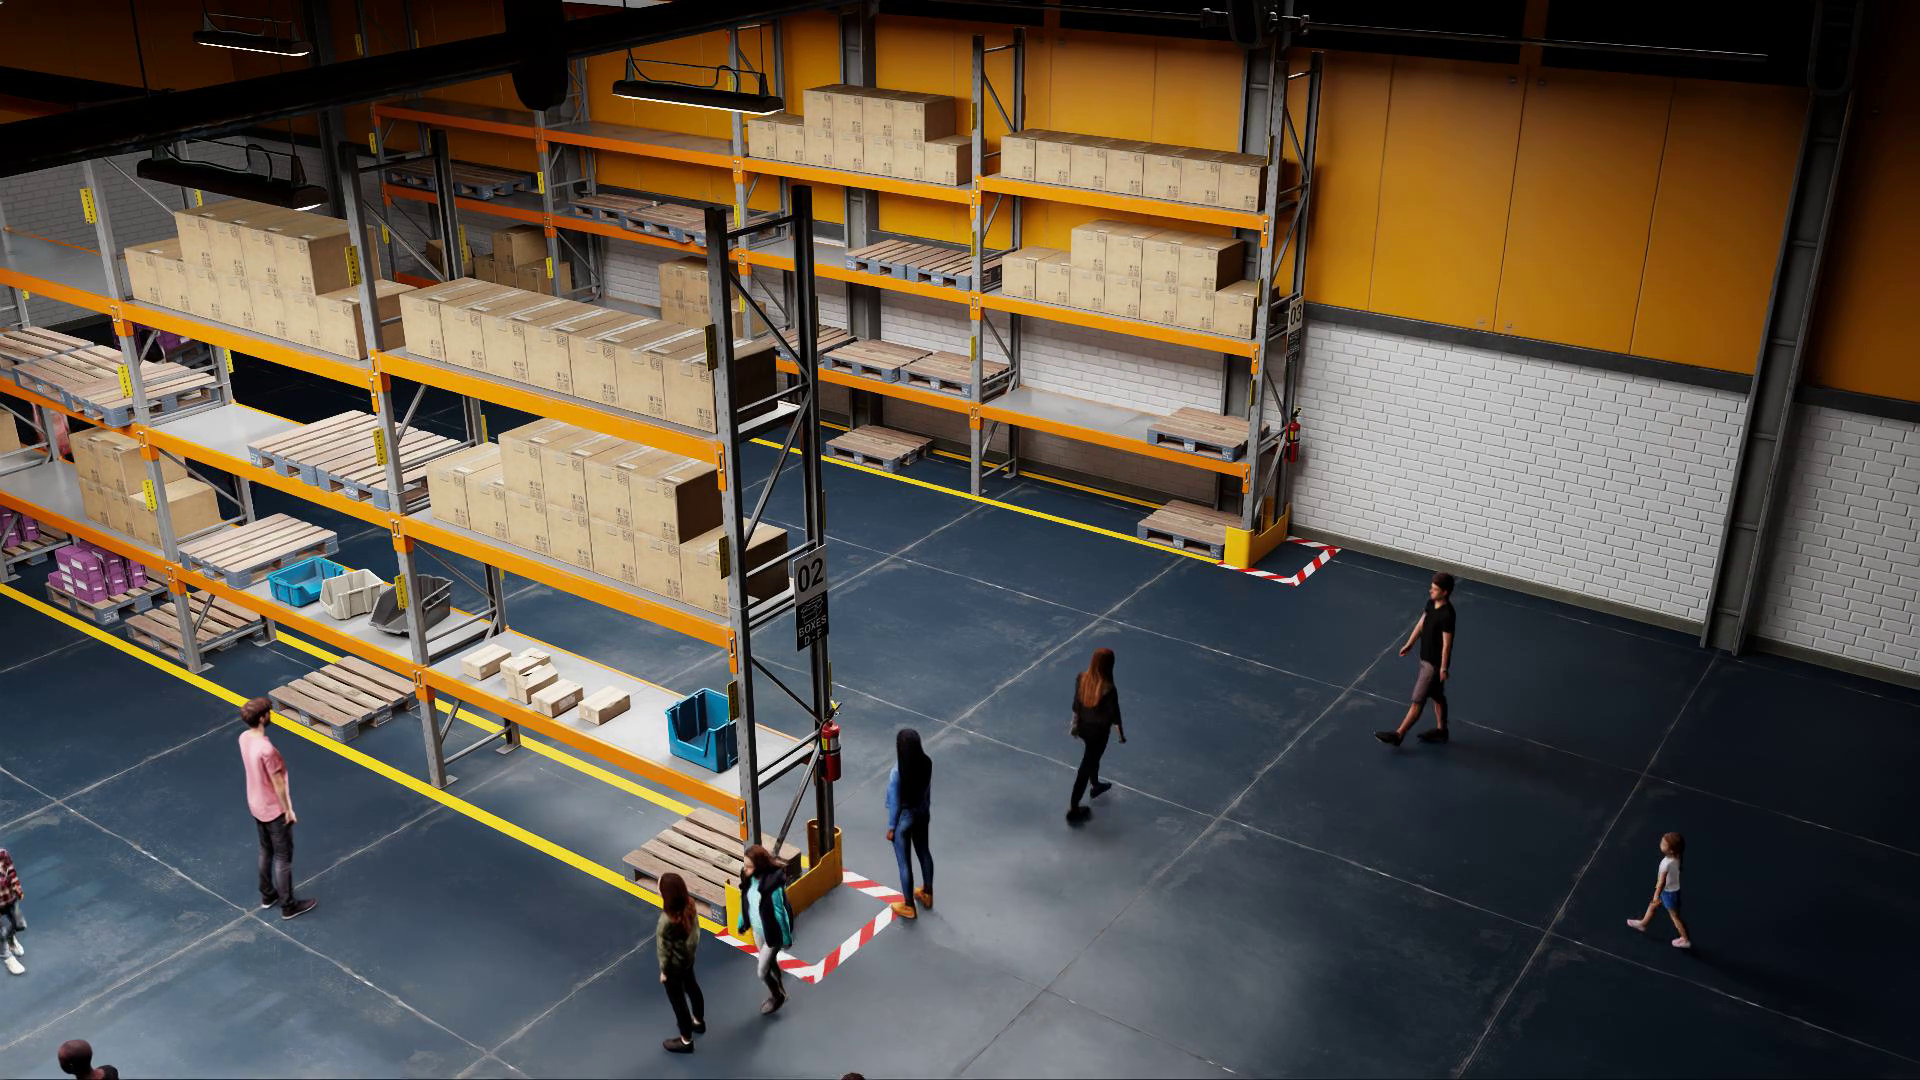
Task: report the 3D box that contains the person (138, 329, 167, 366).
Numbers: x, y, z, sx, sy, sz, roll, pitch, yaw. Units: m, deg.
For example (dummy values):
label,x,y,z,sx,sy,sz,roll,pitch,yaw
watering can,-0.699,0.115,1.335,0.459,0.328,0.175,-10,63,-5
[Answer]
label,x,y,z,sx,sy,sz,roll,pitch,yaw
person,-11.488,-2.157,23.821,0.614,1.774,0.634,16,28,32

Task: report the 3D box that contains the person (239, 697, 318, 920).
label,x,y,z,sx,sy,sz,roll,pitch,yaw
person,-5.675,2.190,13.651,0.515,1.955,0.680,18,29,35

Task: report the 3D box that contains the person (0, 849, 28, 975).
label,x,y,z,sx,sy,sz,roll,pitch,yaw
person,-7.603,2.801,13.076,0.603,1.297,0.528,16,28,33

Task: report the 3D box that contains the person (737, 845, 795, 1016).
label,x,y,z,sx,sy,sz,roll,pitch,yaw
person,-1.400,2.912,12.588,0.710,1.483,0.585,-21,31,-40

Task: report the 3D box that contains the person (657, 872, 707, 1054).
label,x,y,z,sx,sy,sz,roll,pitch,yaw
person,-2.059,3.080,12.216,0.591,1.474,0.628,7,25,15

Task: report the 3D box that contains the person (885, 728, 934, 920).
label,x,y,z,sx,sy,sz,roll,pitch,yaw
person,-0.403,2.313,13.675,0.646,1.712,0.583,-22,32,-40

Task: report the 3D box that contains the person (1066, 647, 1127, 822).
label,x,y,z,sx,sy,sz,roll,pitch,yaw
person,1.131,1.778,14.943,0.809,1.676,0.923,-20,30,-37

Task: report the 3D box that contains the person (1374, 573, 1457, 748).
label,x,y,z,sx,sy,sz,roll,pitch,yaw
person,4.677,1.165,16.150,1.156,1.832,1.029,-1,24,-1

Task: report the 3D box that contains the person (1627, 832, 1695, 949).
label,x,y,z,sx,sy,sz,roll,pitch,yaw
person,5.752,2.832,13.378,0.755,0.998,0.445,18,29,35

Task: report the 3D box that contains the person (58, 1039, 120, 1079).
label,x,y,z,sx,sy,sz,roll,pitch,yaw
person,-5.238,3.789,10.252,0.726,1.747,0.689,-1,24,-2
